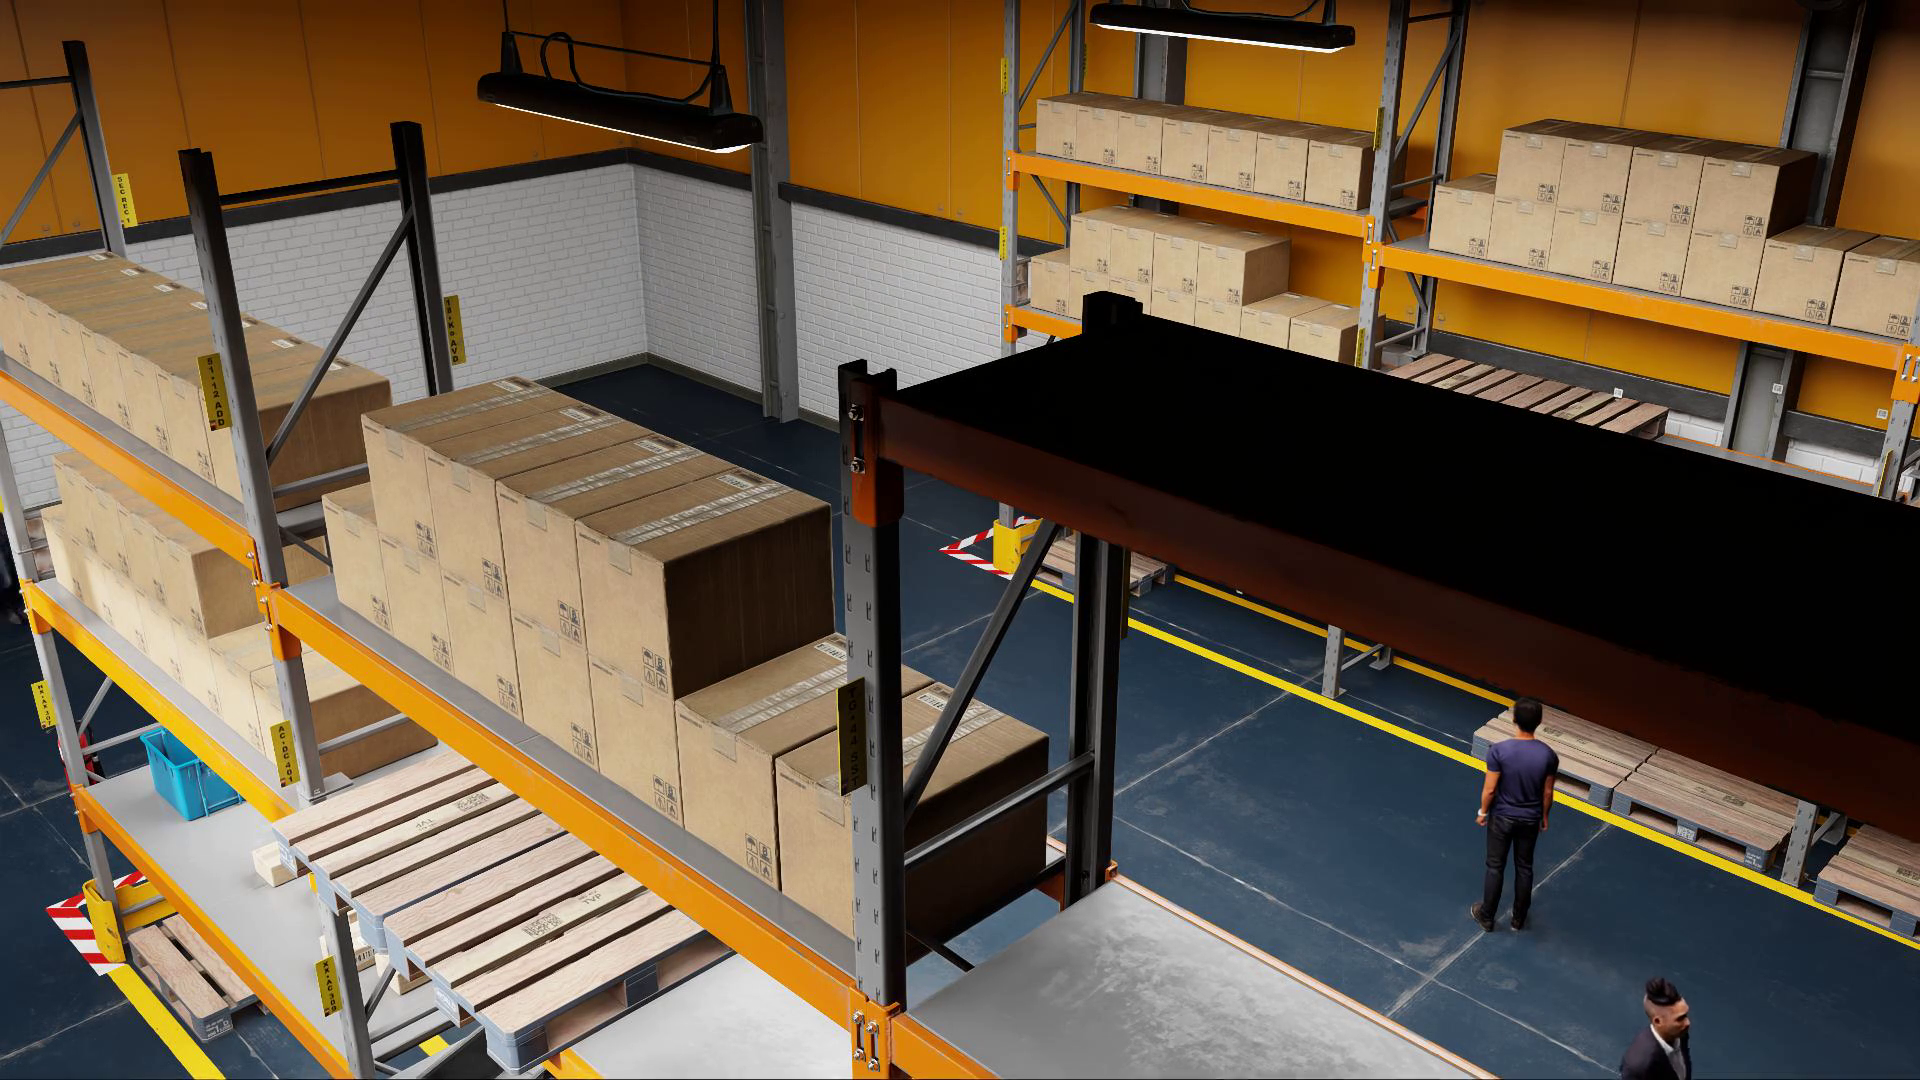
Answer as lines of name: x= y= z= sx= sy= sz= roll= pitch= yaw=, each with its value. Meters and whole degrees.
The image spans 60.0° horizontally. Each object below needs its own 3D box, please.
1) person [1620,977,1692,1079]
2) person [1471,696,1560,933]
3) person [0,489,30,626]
person: x=3.480 y=3.084 z=8.692 sx=0.691 sy=1.845 sz=0.999 roll=-22 pitch=32 yaw=-40
person: x=3.828 y=1.905 z=11.466 sx=0.692 sy=1.784 sz=0.772 roll=2 pitch=24 yaw=4
person: x=-9.190 y=-0.024 z=15.874 sx=0.800 sy=1.788 sz=0.804 roll=12 pitch=26 yaw=25
